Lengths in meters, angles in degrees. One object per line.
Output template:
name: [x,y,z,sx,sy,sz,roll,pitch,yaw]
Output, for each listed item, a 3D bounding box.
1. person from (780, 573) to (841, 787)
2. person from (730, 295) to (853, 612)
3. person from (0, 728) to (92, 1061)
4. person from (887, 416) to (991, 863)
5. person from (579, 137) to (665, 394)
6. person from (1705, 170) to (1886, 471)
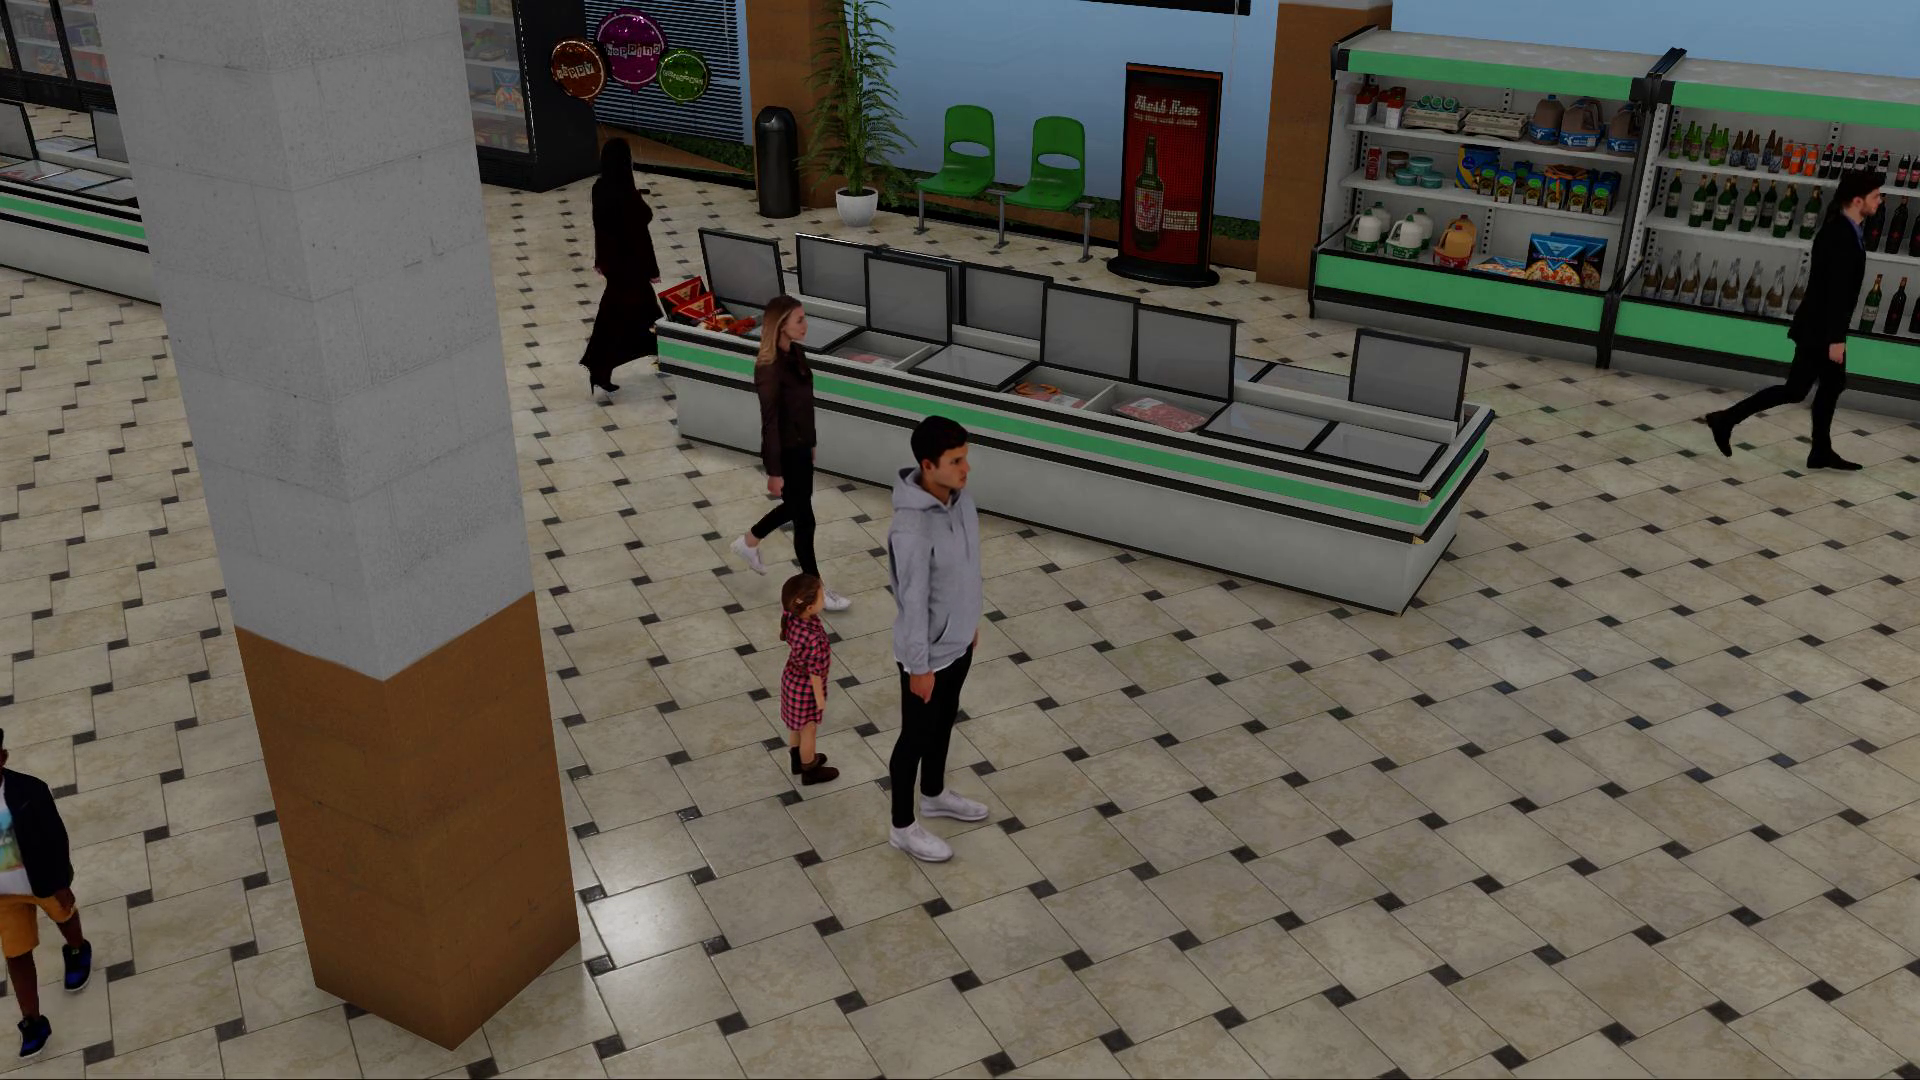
person: [-0.677,0.605,7.239,0.556,1.021,0.487,-11,29,-21]
person: [-0.936,-0.448,8.580,1.025,1.686,0.752,9,28,16]
person: [-3.312,1.149,5.921,0.854,1.243,0.920,-8,28,-15]
person: [-0.113,0.391,6.664,0.563,1.923,0.672,13,30,24]
person: [-2.340,-1.791,11.205,1.051,1.708,1.176,-18,32,-31]
person: [5.111,-1.287,10.040,1.148,1.862,0.691,13,30,25]
